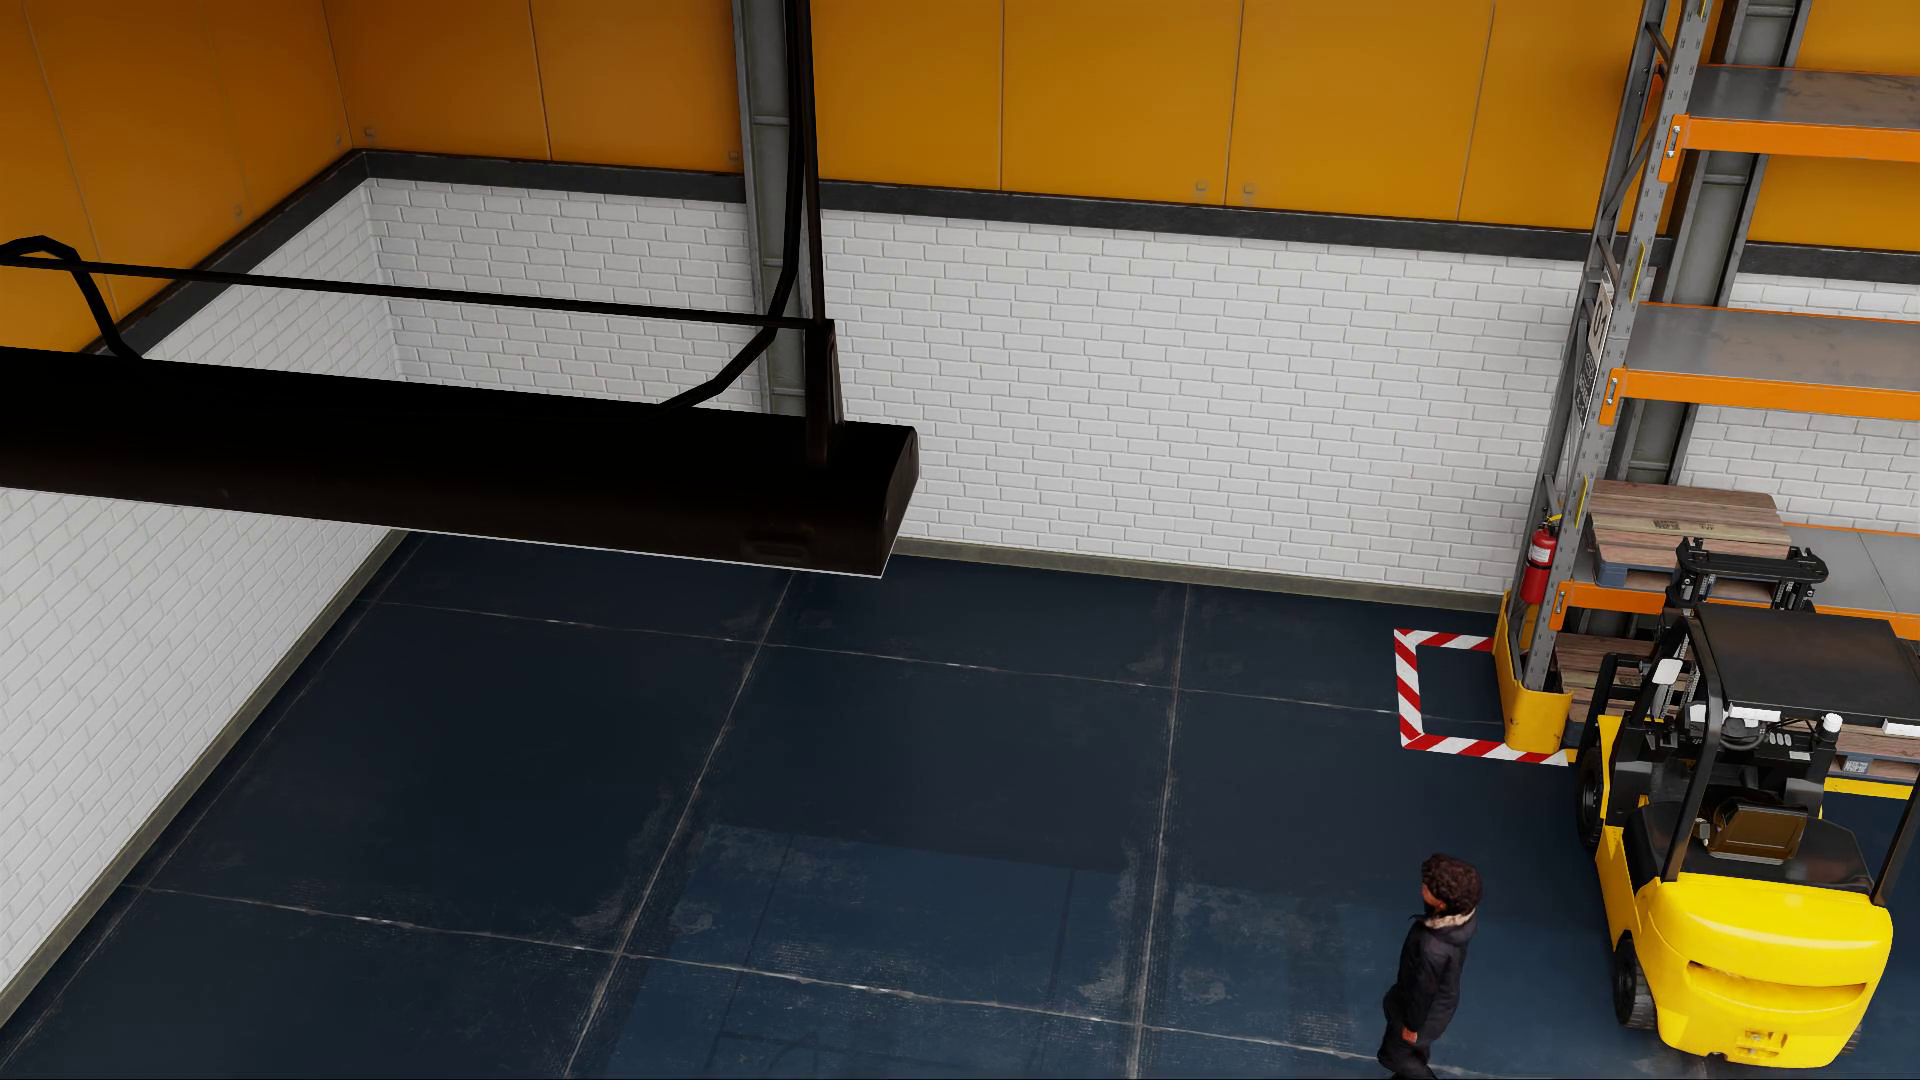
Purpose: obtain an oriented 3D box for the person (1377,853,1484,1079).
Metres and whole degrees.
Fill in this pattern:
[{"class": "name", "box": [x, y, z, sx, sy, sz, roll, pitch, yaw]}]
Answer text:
[{"class": "person", "box": [2.351, 2.280, 8.148, 0.946, 1.767, 0.810, 18, 38, 25]}]
